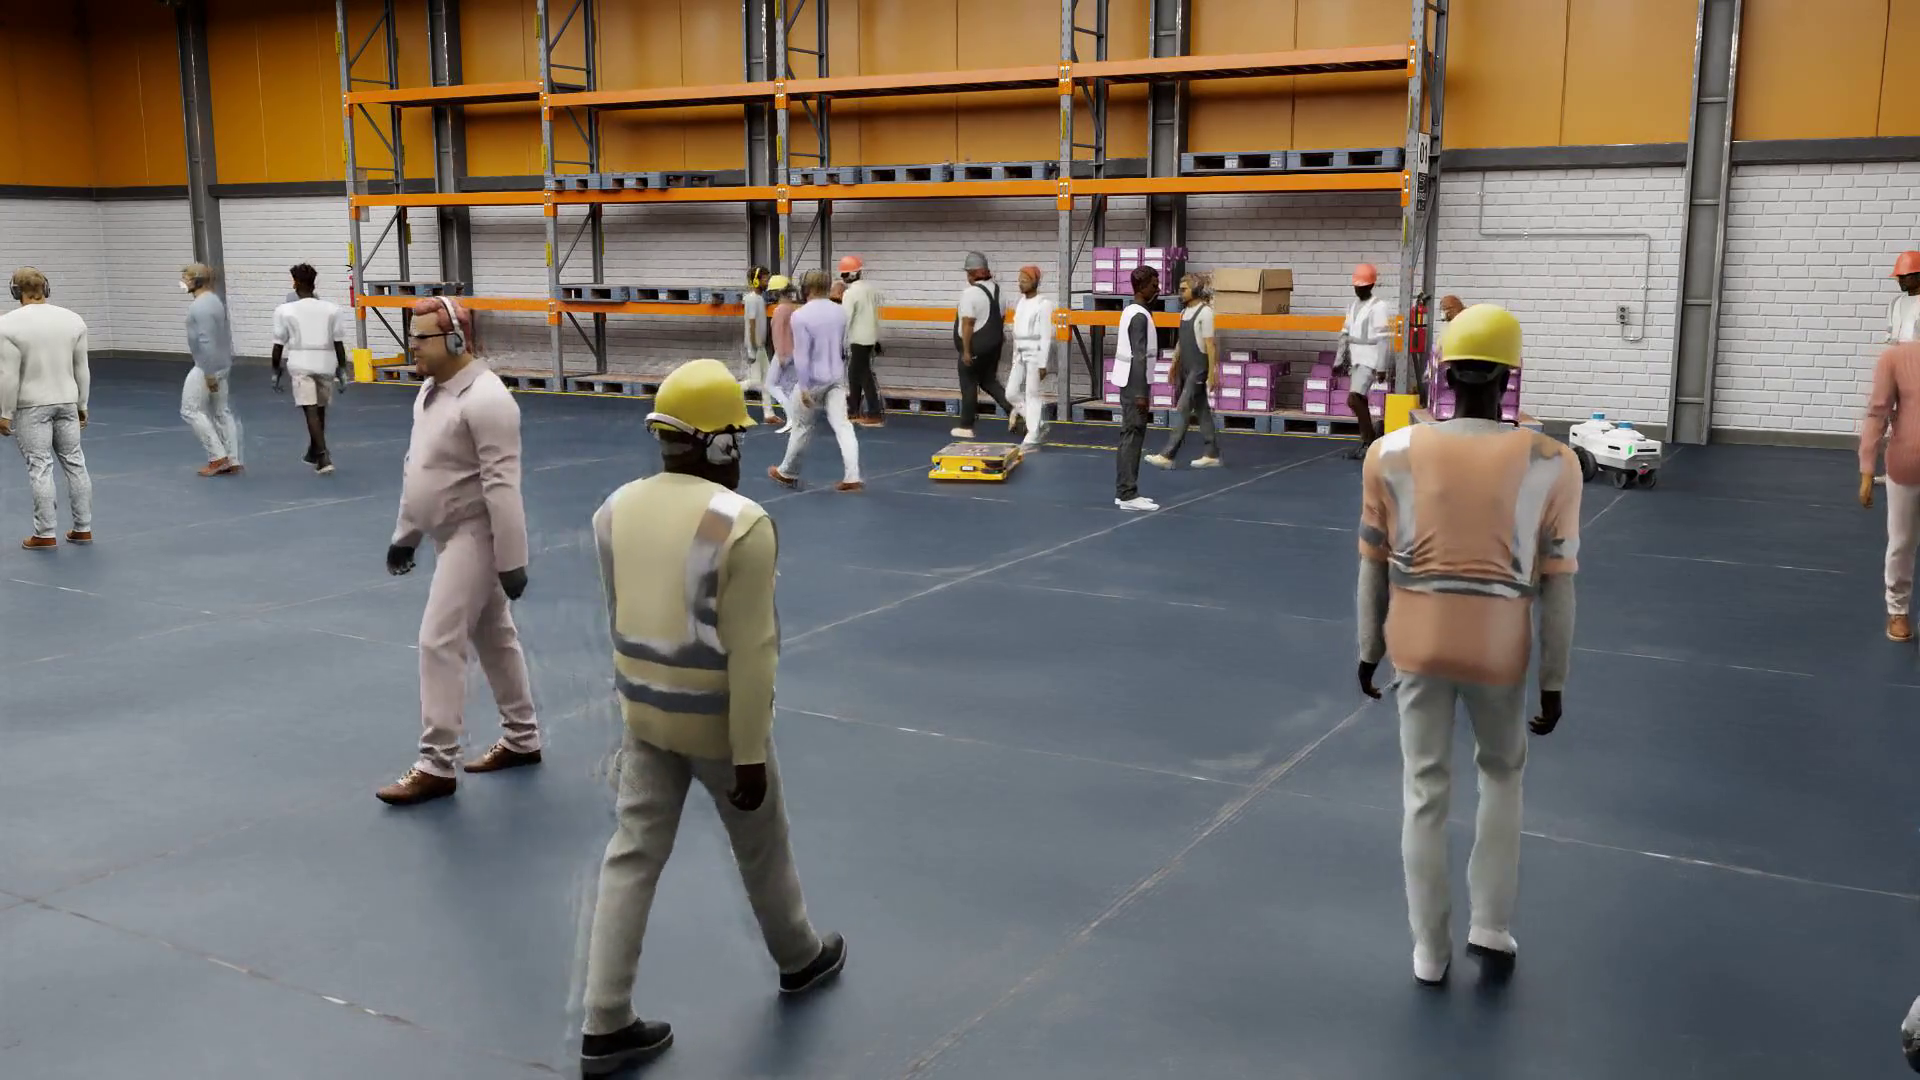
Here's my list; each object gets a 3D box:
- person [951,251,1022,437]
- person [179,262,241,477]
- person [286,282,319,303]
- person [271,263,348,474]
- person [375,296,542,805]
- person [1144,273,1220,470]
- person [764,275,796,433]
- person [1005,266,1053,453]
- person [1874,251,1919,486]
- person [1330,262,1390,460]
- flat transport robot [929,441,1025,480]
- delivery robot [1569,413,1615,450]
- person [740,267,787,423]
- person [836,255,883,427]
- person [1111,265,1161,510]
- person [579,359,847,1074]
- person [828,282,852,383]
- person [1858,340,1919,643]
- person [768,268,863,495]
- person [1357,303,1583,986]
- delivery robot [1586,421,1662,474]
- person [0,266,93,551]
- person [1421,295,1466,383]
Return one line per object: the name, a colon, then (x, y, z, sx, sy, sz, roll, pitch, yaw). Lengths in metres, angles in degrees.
person: (0.272, -2.110, 17.940, 0.768, 2.000, 0.697, 8, 13, 39)
person: (-6.739, -1.514, 14.876, 0.504, 1.923, 0.626, -2, 10, -13)
person: (-10.287, -3.350, 26.114, 0.498, 1.634, 0.278, -4, 11, -22)
person: (-5.967, -1.569, 15.253, 0.628, 1.915, 1.023, -8, 13, -37)
person: (-1.978, 0.031, 6.306, 0.838, 1.877, 0.668, -6, 12, -32)
person: (2.059, -1.552, 15.424, 0.891, 1.806, 0.545, -3, 10, -15)
person: (-1.960, -2.029, 18.310, 0.366, 1.749, 0.510, 3, 10, 16)
person: (0.697, -1.802, 16.667, 0.424, 1.873, 0.600, -6, 12, -31)
person: (8.085, -1.441, 14.204, 0.409, 2.028, 0.618, -2, 10, -10)
person: (3.855, -1.701, 15.984, 0.432, 1.908, 0.594, -2, 10, -13)
flat transport robot: (0.170, -0.733, 15.153, 0.652, 0.197, 1.431, 2, 10, 10)
delivery robot: (5.792, -0.916, 15.123, 0.477, 0.478, 0.707, 1, 10, 6)
person: (-2.428, -2.247, 19.316, 0.767, 1.842, 0.541, 0, 10, 1)
person: (-1.236, -2.272, 19.086, 0.827, 1.956, 0.643, 5, 11, 25)
person: (1.387, -1.199, 13.138, 0.386, 1.915, 0.590, 0, 10, 0)
person: (-0.673, 0.428, 4.305, 0.613, 1.783, 0.925, 7, 12, 33)
person: (-1.452, -2.283, 20.083, 0.294, 1.635, 0.531, -6, 12, -31)
person: (4.870, -0.365, 8.361, 0.632, 1.948, 1.041, 5, 11, 26)
person: (-1.210, -1.326, 13.979, 1.062, 1.881, 0.647, 10, 14, 44)
person: (1.411, 0.299, 4.690, 0.586, 1.910, 0.501, 3, 11, 18)
delivery robot: (5.743, -0.788, 14.396, 0.477, 0.478, 0.707, -2, 10, -11)
person: (-6.243, -0.891, 11.346, 0.371, 1.934, 0.627, 6, 12, 32)
person: (4.958, -1.663, 16.701, 0.879, 1.577, 0.510, -1, 10, -6)
